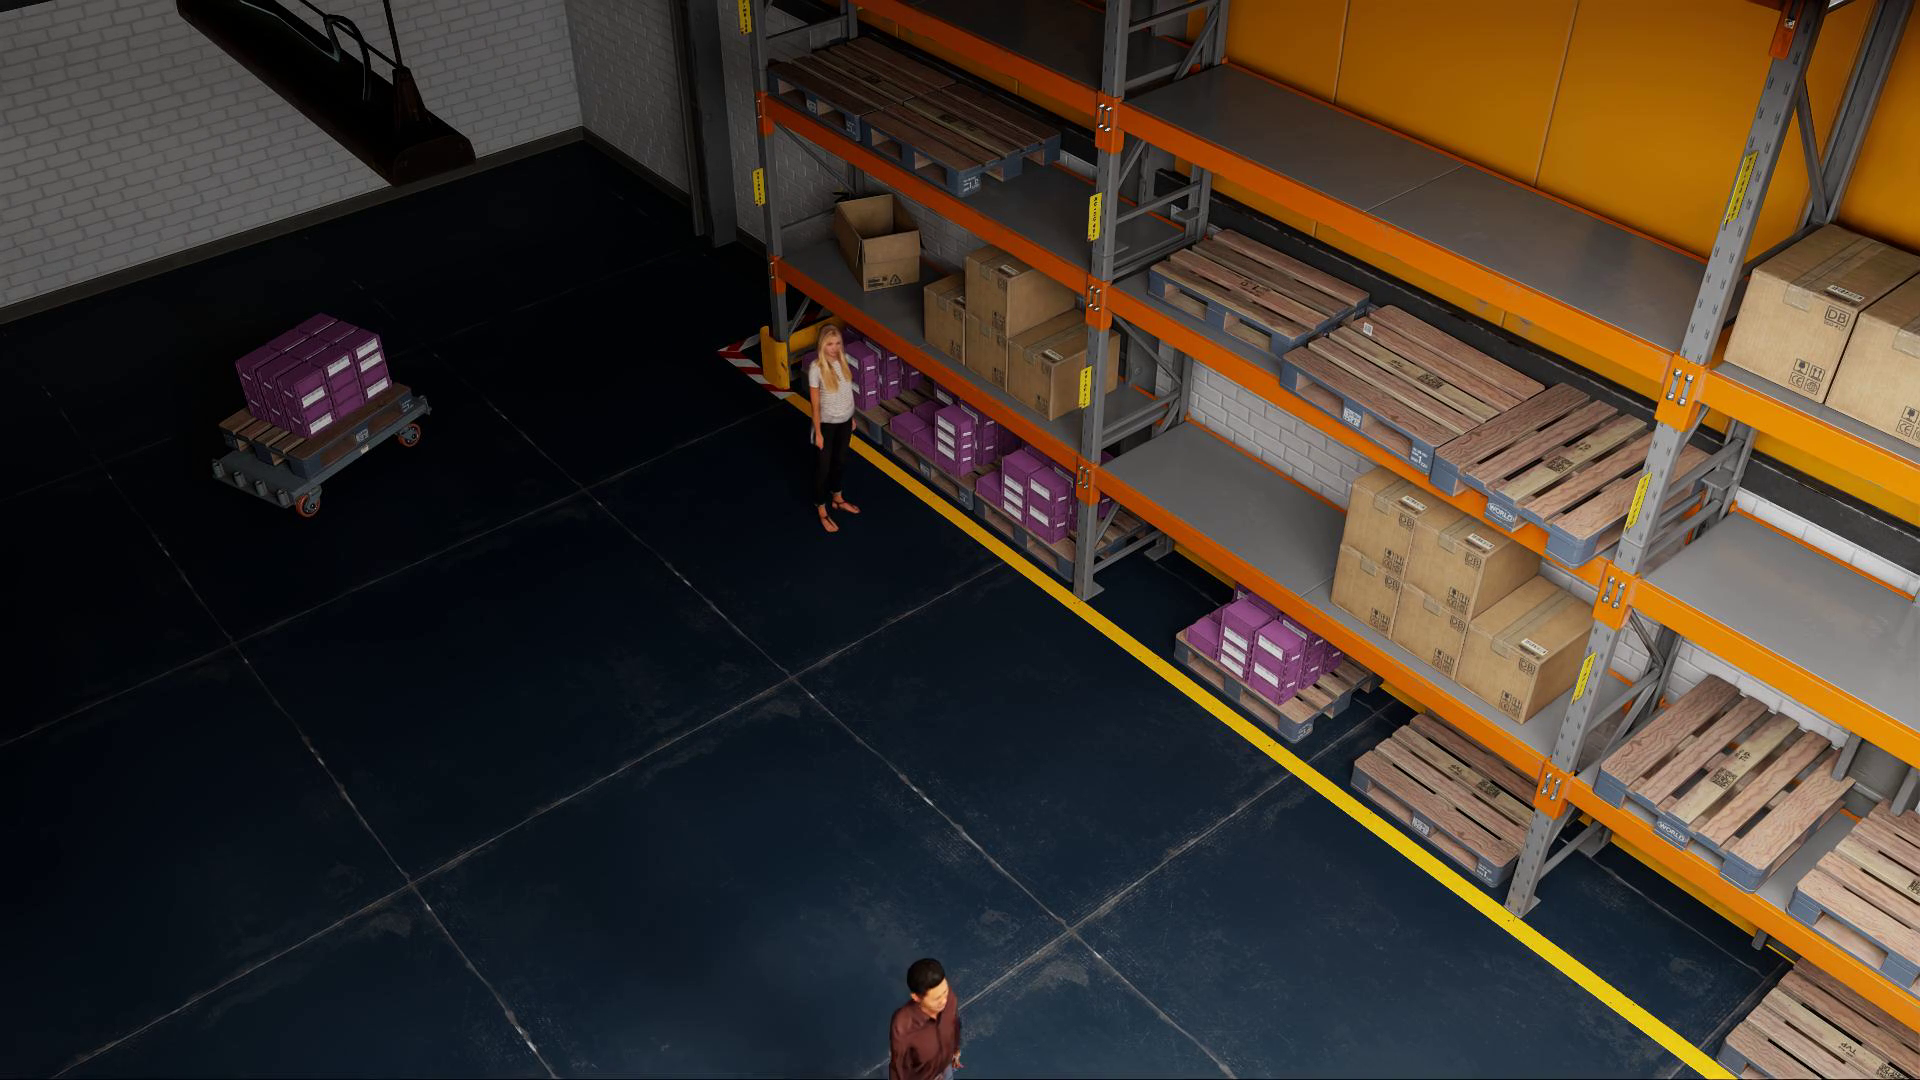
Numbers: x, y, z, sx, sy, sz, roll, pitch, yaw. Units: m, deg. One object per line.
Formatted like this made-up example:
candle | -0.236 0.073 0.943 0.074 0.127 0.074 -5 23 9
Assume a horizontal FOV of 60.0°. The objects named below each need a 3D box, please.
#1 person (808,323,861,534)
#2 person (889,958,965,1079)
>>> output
person | -1.023 -0.919 13.163 0.598 1.824 0.648 26 45 29
person | -0.258 2.736 8.631 0.870 1.769 0.721 30 48 32
